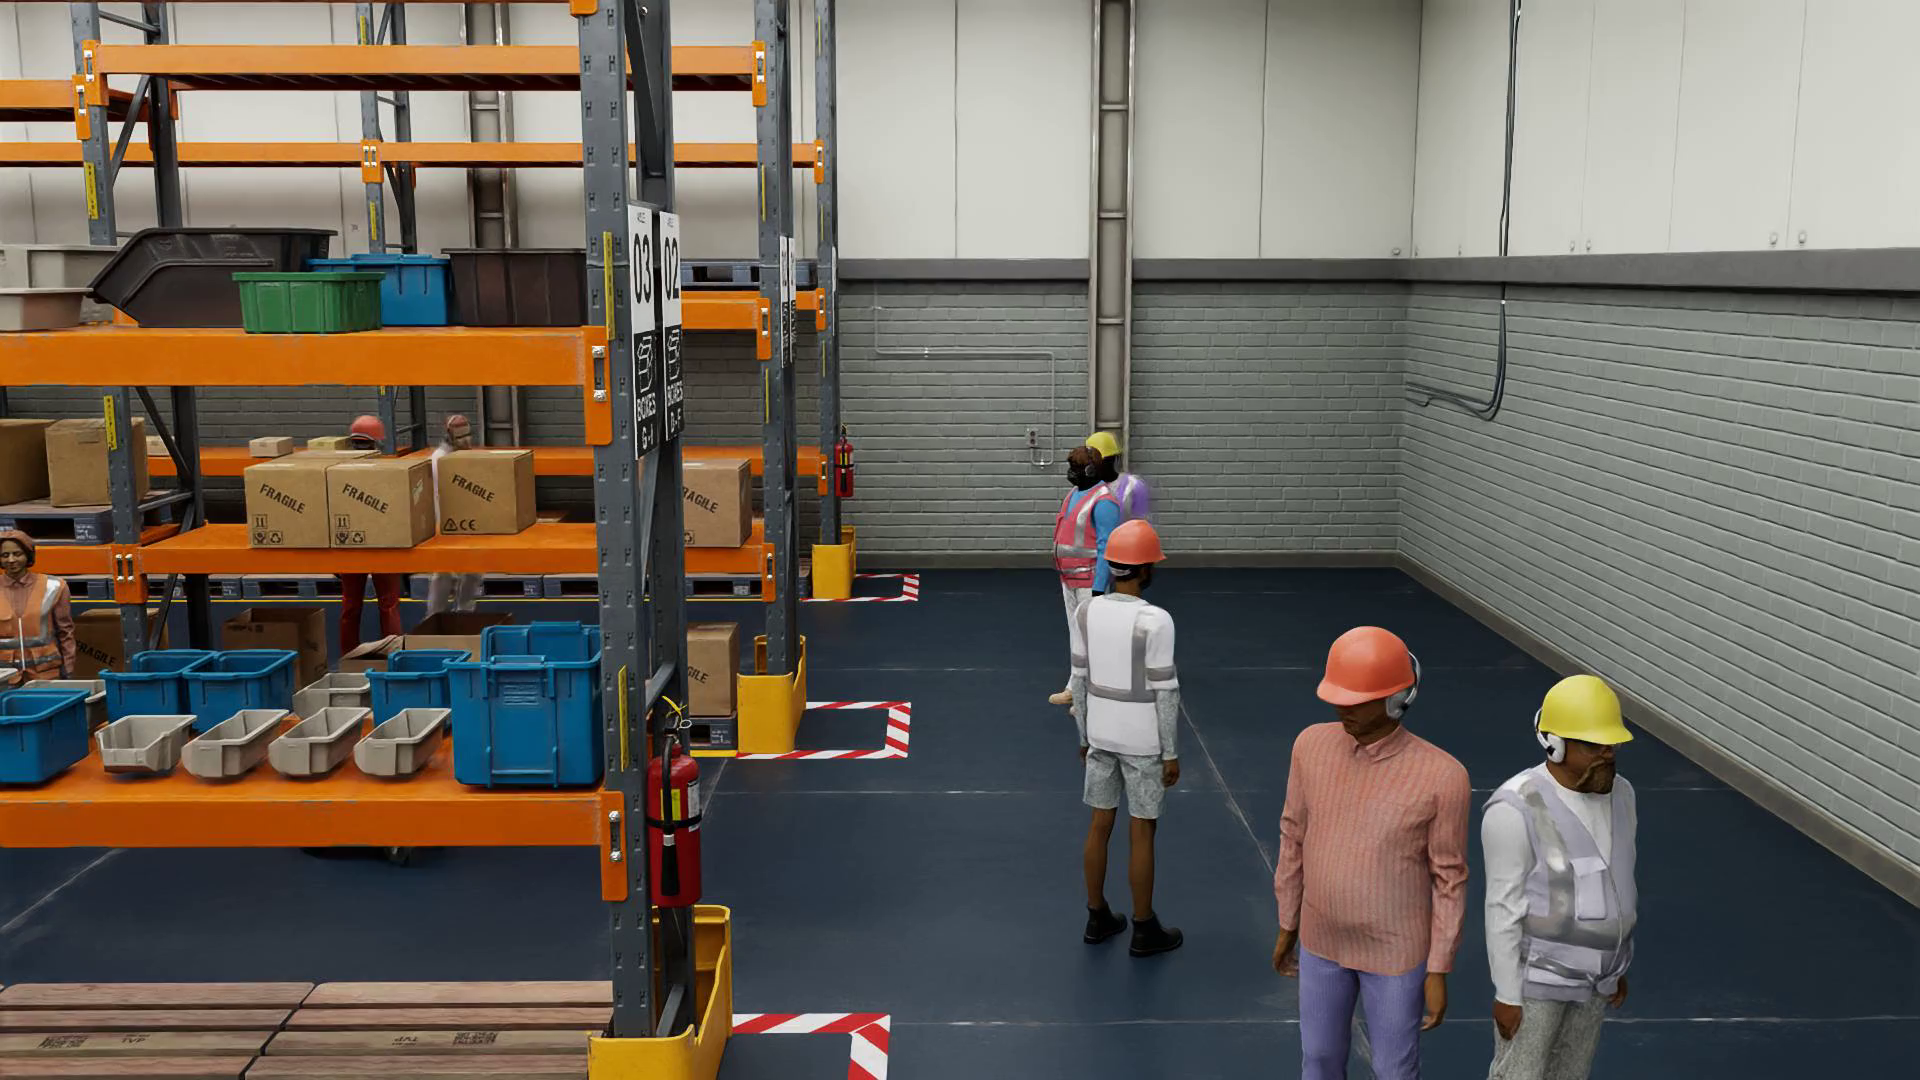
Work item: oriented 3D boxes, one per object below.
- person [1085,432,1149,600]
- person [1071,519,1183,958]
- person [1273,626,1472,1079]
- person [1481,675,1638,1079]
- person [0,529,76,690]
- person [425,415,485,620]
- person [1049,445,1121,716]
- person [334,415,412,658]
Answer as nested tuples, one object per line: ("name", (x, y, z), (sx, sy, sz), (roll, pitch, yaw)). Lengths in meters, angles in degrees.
("person", (1.130, 0.145, 12.096), (0.588, 1.870, 0.688), (6, 11, 34))
("person", (0.750, 0.872, 7.389), (0.542, 1.939, 0.368), (8, 12, 42))
("person", (1.217, 1.229, 5.060), (0.609, 1.986, 0.391), (8, 12, 40))
("person", (1.838, 1.303, 5.071), (0.590, 1.835, 0.404), (-6, 11, -31))
("person", (-5.081, 0.752, 9.038), (0.514, 1.641, 0.309), (-5, 11, -29))
("person", (-4.143, -0.091, 13.521), (0.594, 1.867, 0.663), (2, 9, 11))
("person", (0.849, 0.271, 11.372), (0.429, 1.844, 0.625), (-3, 10, -20))
("person", (-4.267, 0.089, 12.076), (0.618, 1.982, 0.432), (0, 9, 1))
